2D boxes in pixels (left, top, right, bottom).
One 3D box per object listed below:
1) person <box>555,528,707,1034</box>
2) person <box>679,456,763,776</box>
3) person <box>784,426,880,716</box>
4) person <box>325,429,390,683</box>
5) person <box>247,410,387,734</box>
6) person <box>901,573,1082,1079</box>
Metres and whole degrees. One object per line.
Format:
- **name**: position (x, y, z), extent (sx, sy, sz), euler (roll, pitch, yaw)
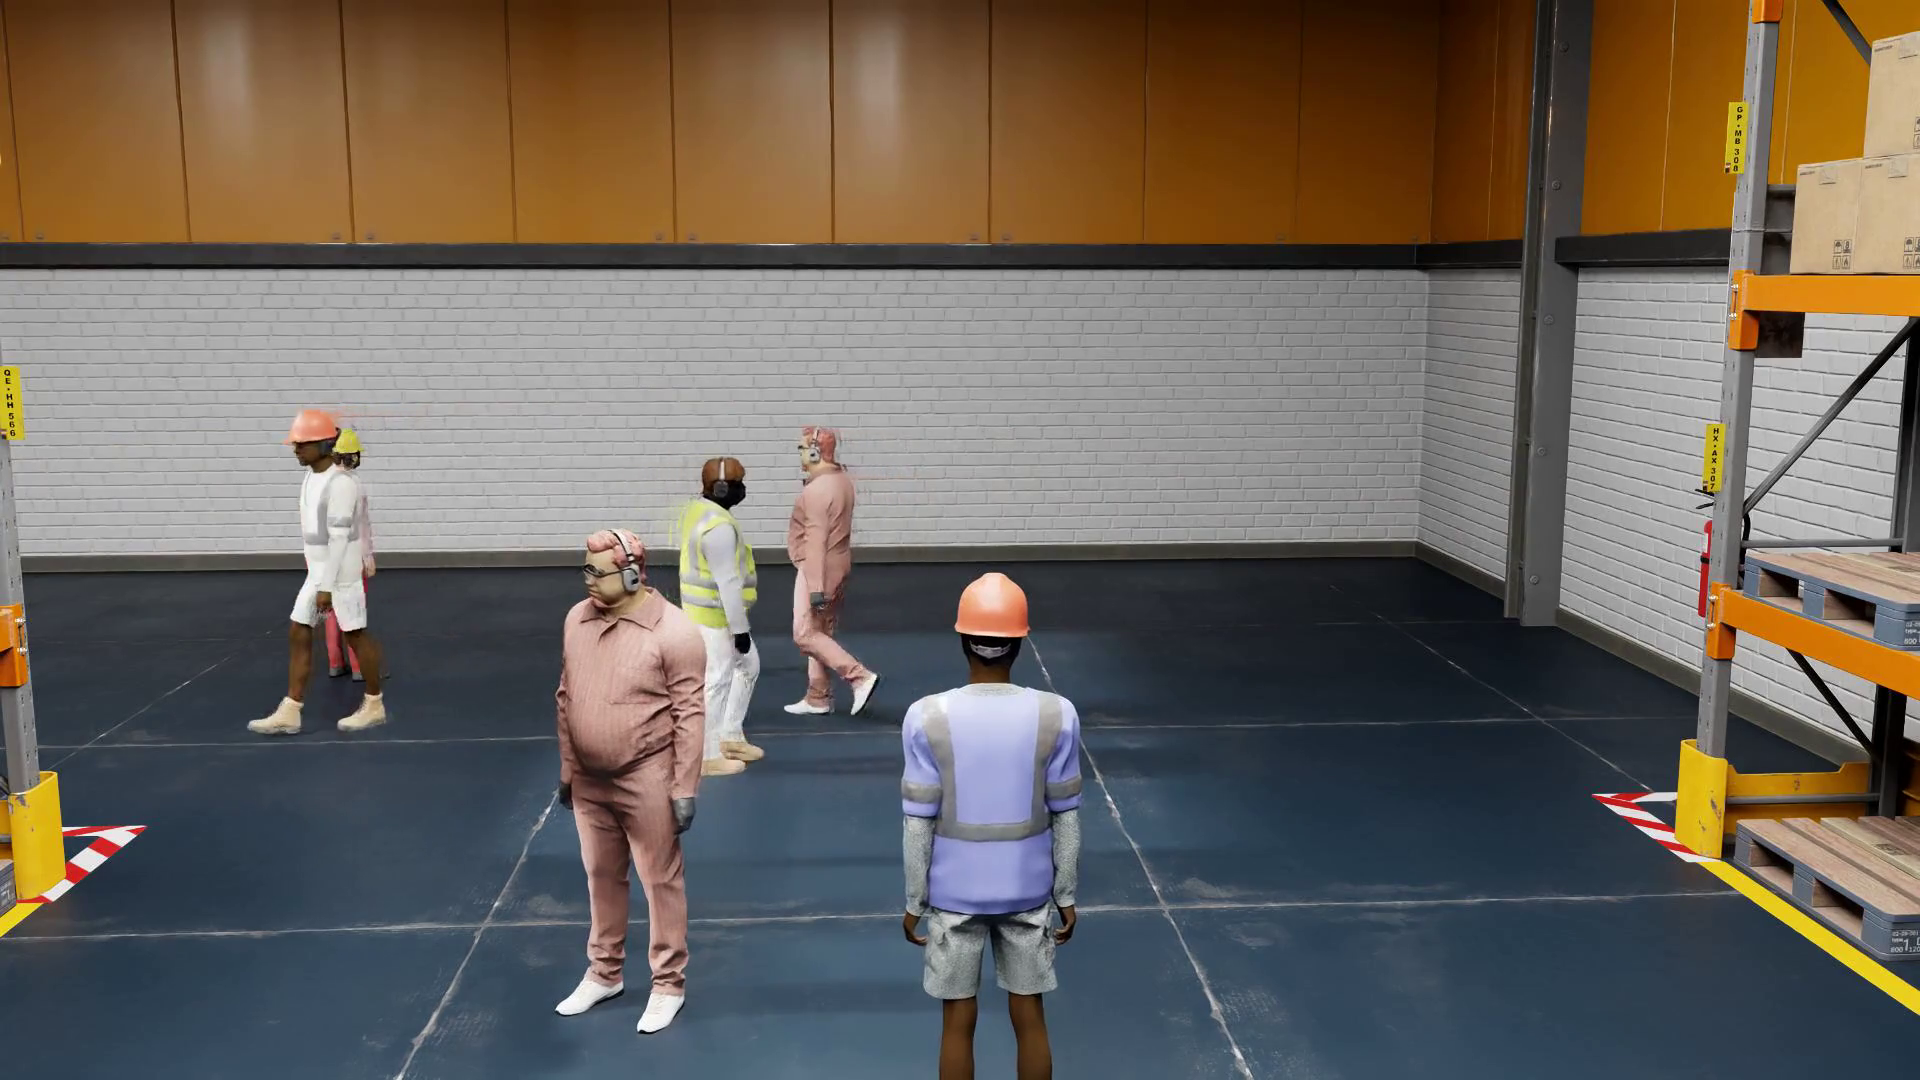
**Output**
- **person**: position (-1.269, 0.897, 6.263), extent (0.637, 1.904, 0.403), euler (5, 10, 27)
- **person**: position (-1.287, 0.432, 9.427), extent (0.584, 1.821, 0.653), euler (-3, 9, -16)
- **person**: position (-0.826, 0.219, 10.562), extent (0.616, 1.889, 0.649), euler (2, 9, 15)
- **person**: position (-4.270, 0.110, 11.627), extent (0.523, 1.769, 0.319), euler (6, 11, 35)
- **person**: position (-3.954, 0.223, 10.130), extent (0.933, 2.005, 0.623), euler (-8, 12, -42)
- **person**: position (0.091, 1.060, 5.123), extent (0.552, 1.935, 0.360), euler (-1, 9, -6)
